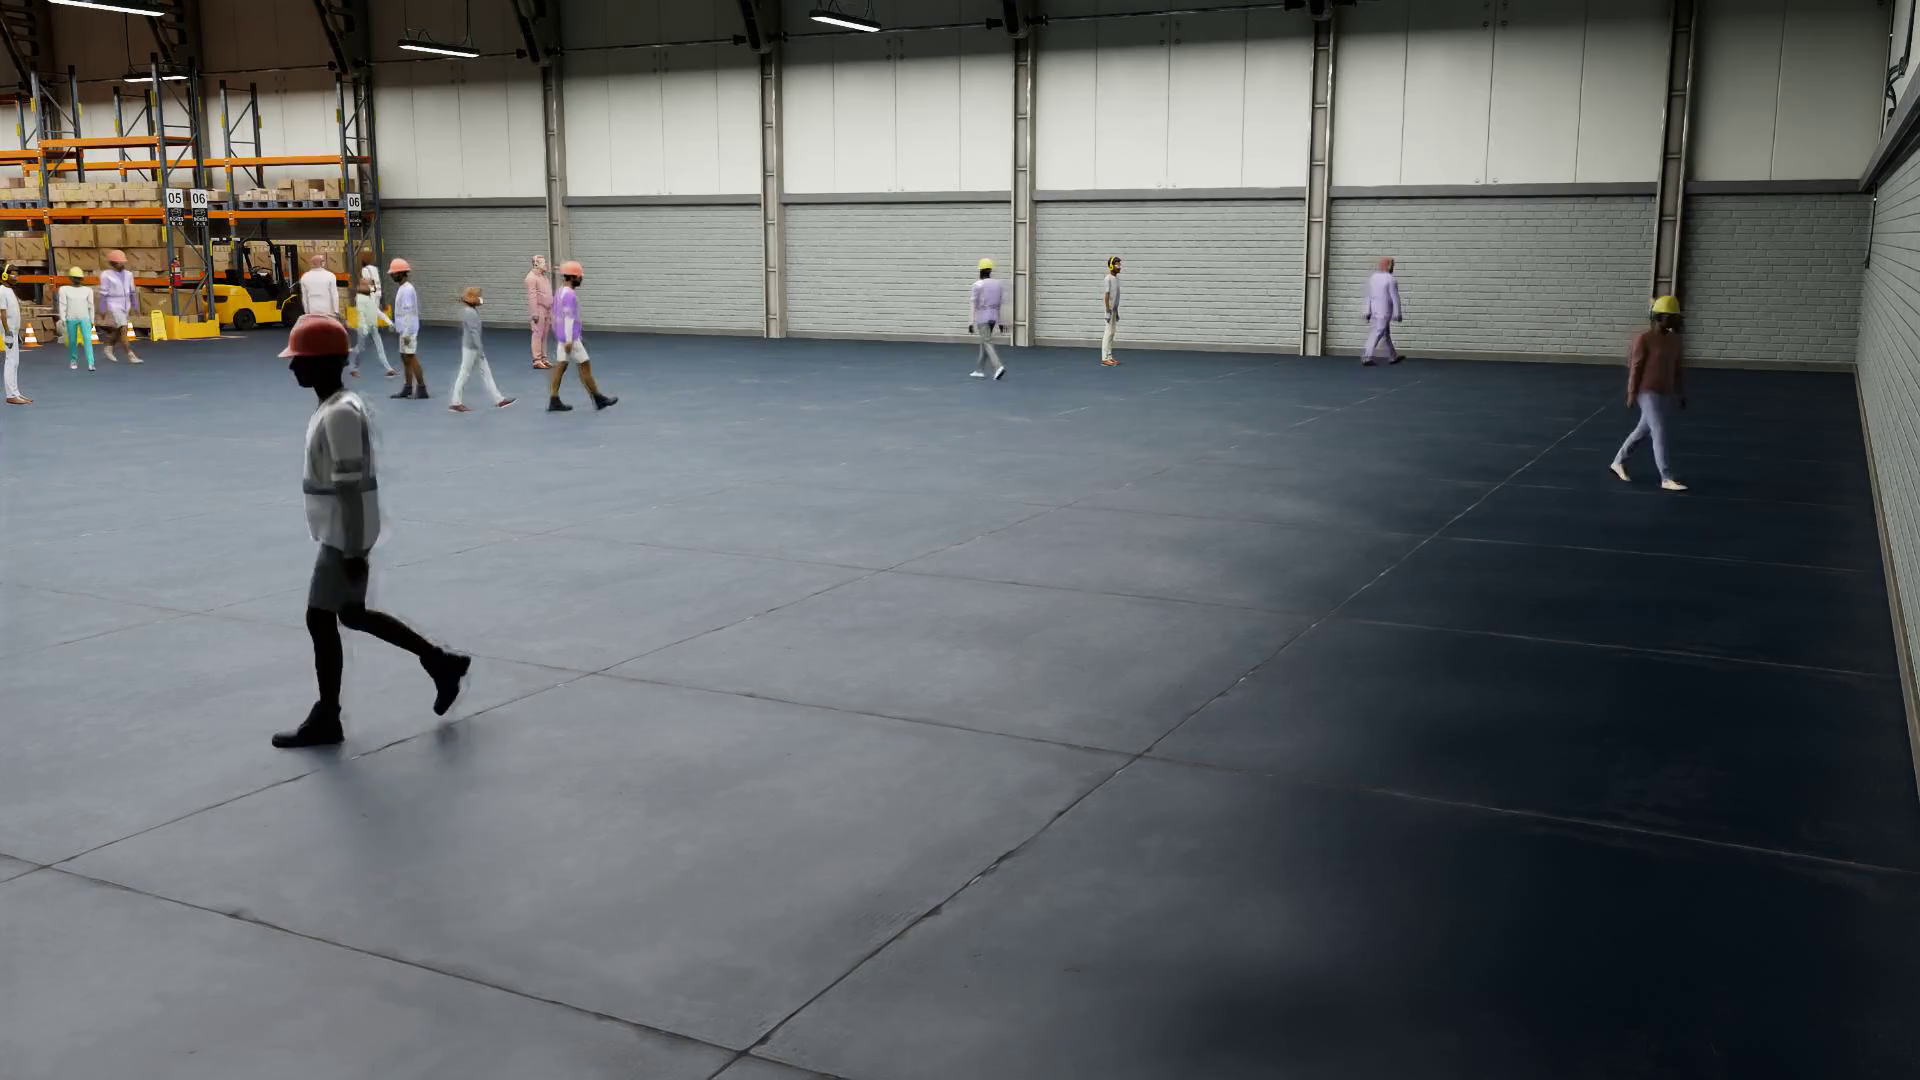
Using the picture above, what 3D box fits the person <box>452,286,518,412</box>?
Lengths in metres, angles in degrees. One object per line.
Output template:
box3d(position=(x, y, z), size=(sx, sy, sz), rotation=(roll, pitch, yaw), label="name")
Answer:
box3d(position=(-6.110, -2.424, 21.172), size=(0.843, 1.585, 0.530), rotation=(-2, 11, -10), label="person")

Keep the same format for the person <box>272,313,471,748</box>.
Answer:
box3d(position=(-2.650, -0.048, 7.387), size=(0.805, 1.916, 0.550), rotation=(-4, 11, -21), label="person")

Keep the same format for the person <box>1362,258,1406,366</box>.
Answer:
box3d(position=(7.365, -3.936, 28.736), size=(1.007, 1.850, 0.667), rotation=(-4, 11, -21), label="person")

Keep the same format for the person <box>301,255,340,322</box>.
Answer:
box3d(position=(-11.190, -4.048, 29.201), size=(0.670, 1.894, 0.432), rotation=(1, 10, 6), label="person")

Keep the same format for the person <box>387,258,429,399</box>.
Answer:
box3d(position=(-7.594, -2.887, 22.799), size=(0.410, 1.937, 0.551), rotation=(-4, 11, -22), label="person")

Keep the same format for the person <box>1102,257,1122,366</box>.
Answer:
box3d(position=(2.634, -3.945, 28.721), size=(0.330, 1.872, 0.512), rotation=(4, 11, 22), label="person")

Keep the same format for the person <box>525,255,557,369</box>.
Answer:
box3d(position=(-7.056, -3.840, 28.041), size=(0.409, 1.913, 0.642), rotation=(1, 10, 6), label="person")

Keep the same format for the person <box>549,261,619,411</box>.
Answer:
box3d(position=(-4.868, -2.598, 21.284), size=(0.945, 1.892, 0.561), rotation=(-5, 11, -23), label="person")

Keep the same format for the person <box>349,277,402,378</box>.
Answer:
box3d(position=(-9.271, -3.326, 26.114), size=(0.878, 1.577, 0.515), rotation=(2, 11, 12), label="person")

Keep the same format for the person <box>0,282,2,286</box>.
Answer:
box3d(position=(-24.886, -6.559, 42.743), size=(0.651, 1.954, 0.537), rotation=(-7, 12, -32), label="person")

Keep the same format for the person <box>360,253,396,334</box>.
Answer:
box3d(position=(-12.972, -5.444, 36.947), size=(0.638, 1.862, 0.588), rotation=(2, 11, 10), label="person")

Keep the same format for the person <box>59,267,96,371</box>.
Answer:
box3d(position=(-14.740, -3.697, 27.770), size=(0.532, 1.724, 0.899), rotation=(-7, 13, -34), label="person")

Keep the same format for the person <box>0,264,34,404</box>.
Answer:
box3d(position=(-12.621, -2.737, 22.156), size=(0.329, 1.865, 0.508), rotation=(-3, 11, -18), label="person")

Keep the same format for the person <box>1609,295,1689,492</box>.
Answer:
box3d(position=(6.201, -1.329, 14.880), size=(0.532, 1.717, 0.944), rotation=(-5, 11, -24), label="person")

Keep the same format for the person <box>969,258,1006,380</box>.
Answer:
box3d(position=(0.447, -3.461, 26.030), size=(0.596, 1.896, 0.921), rotation=(-8, 13, -38), label="person")

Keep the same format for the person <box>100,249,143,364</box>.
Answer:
box3d(position=(-14.769, -4.081, 29.120), size=(0.987, 2.007, 0.632), rotation=(4, 11, 23), label="person")
